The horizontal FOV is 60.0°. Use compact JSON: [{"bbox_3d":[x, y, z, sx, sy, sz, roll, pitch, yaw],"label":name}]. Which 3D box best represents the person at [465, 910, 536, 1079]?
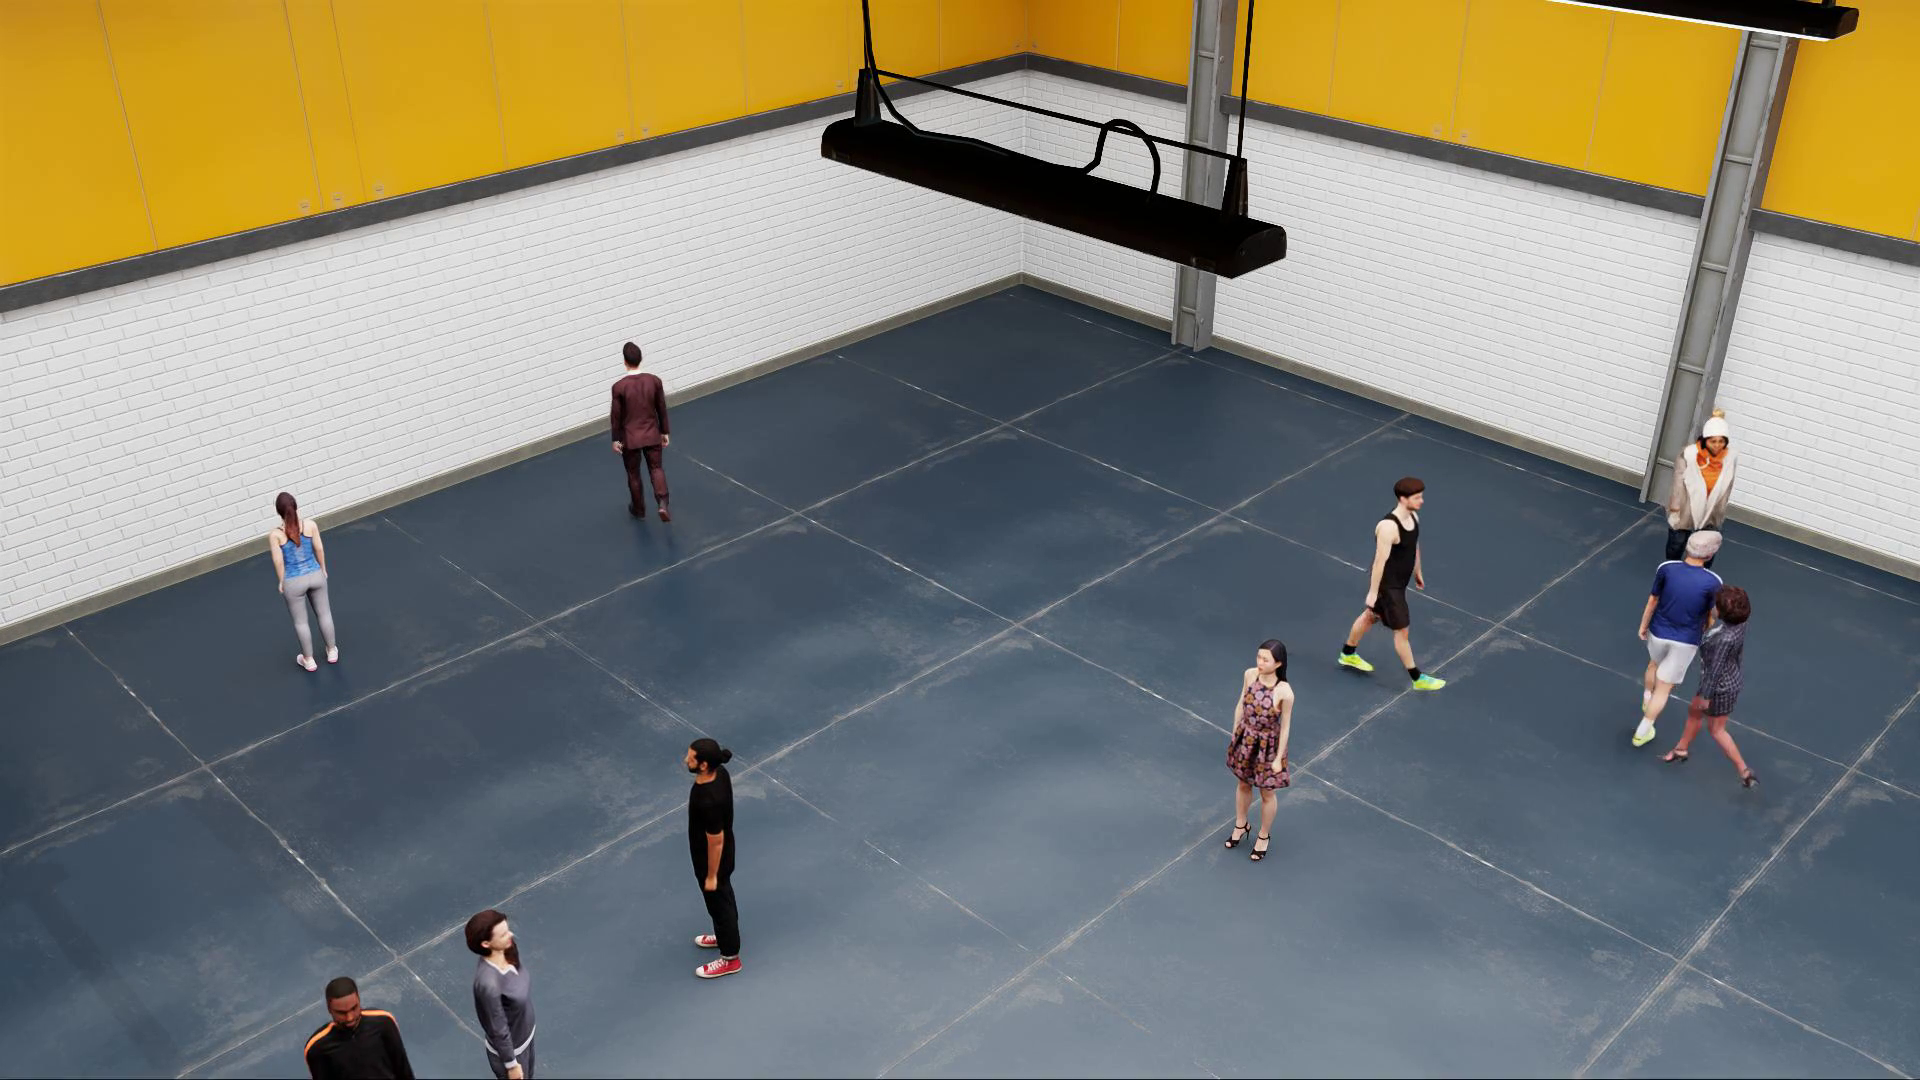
[{"bbox_3d":[-2.477,2.750,9.145,0.751,1.768,0.656,-4,29,-8],"label":"person"}]

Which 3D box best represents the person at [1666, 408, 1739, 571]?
[{"bbox_3d":[6.525,-0.352,14.725,0.866,1.871,0.931,4,29,7],"label":"person"}]

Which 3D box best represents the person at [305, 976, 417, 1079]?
[{"bbox_3d":[-3.125,2.948,8.757,0.672,1.793,0.680,-19,34,-31],"label":"person"}]

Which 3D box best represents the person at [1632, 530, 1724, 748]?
[{"bbox_3d":[5.438,0.794,12.717,0.969,1.782,0.759,22,36,34],"label":"person"}]

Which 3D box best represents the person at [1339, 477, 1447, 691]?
[{"bbox_3d":[3.423,0.331,13.507,1.216,1.839,0.871,17,33,29],"label":"person"}]

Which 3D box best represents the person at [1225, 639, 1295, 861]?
[{"bbox_3d":[2.077,1.449,11.524,0.581,1.774,0.701,25,37,38],"label":"person"}]

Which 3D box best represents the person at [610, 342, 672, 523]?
[{"bbox_3d":[-3.030,-0.969,15.877,0.883,1.851,1.055,-14,31,-23],"label":"person"}]

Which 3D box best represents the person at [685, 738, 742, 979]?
[{"bbox_3d":[-1.556,1.989,10.551,0.785,1.759,0.699,-4,29,-8],"label":"person"}]

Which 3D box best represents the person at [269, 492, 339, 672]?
[{"bbox_3d":[-5.434,0.328,13.751,0.577,1.610,0.566,-22,35,-34],"label":"person"}]

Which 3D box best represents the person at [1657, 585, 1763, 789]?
[{"bbox_3d":[5.654,1.127,12.234,1.028,1.660,0.749,23,36,36],"label":"person"}]
